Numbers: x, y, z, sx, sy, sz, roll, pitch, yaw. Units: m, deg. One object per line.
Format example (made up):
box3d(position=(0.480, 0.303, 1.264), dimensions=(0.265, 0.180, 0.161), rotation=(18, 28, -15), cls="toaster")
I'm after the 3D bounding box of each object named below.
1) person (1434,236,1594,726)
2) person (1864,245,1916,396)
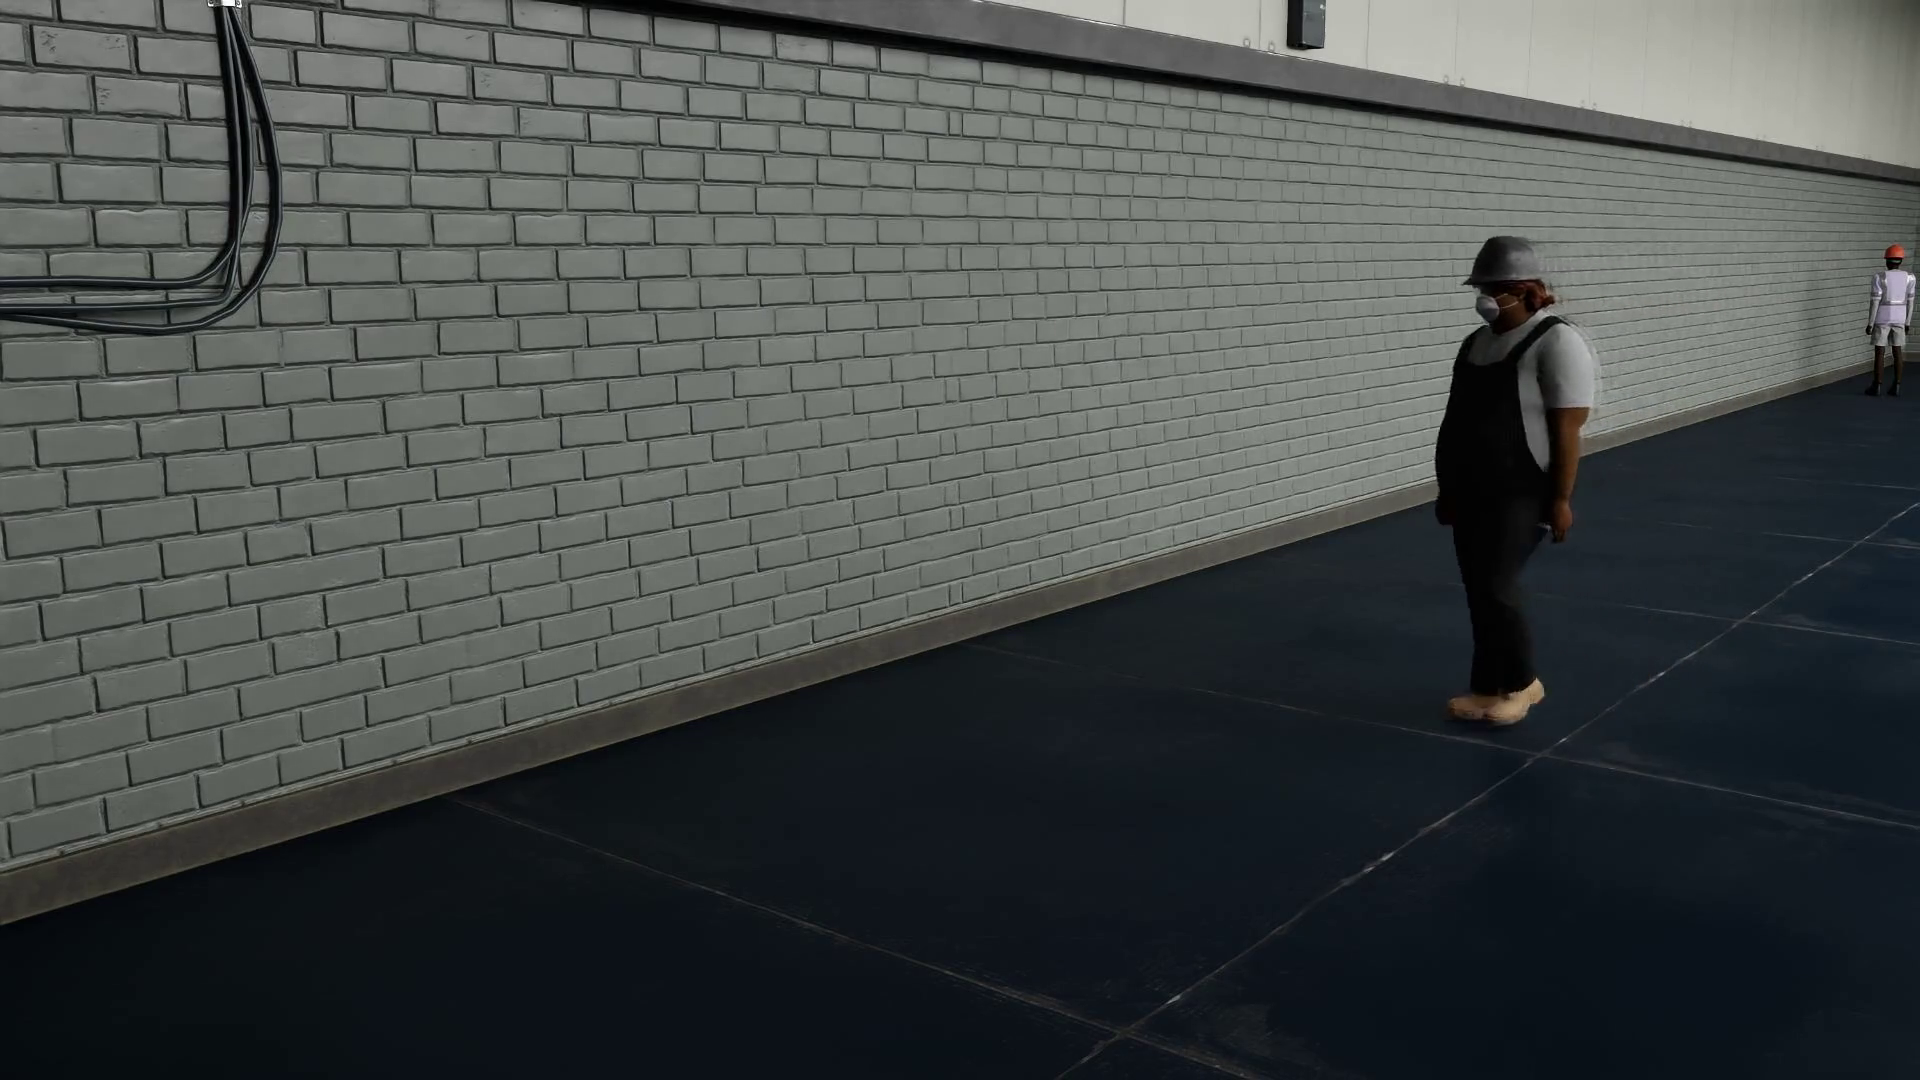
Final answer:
box3d(position=(2.201, -0.217, 6.833), dimensions=(0.538, 2.000, 0.701), rotation=(-4, 11, -20), cls="person")
box3d(position=(12.058, -2.852, 21.603), dimensions=(0.548, 1.936, 0.378), rotation=(1, 10, 5), cls="person")
